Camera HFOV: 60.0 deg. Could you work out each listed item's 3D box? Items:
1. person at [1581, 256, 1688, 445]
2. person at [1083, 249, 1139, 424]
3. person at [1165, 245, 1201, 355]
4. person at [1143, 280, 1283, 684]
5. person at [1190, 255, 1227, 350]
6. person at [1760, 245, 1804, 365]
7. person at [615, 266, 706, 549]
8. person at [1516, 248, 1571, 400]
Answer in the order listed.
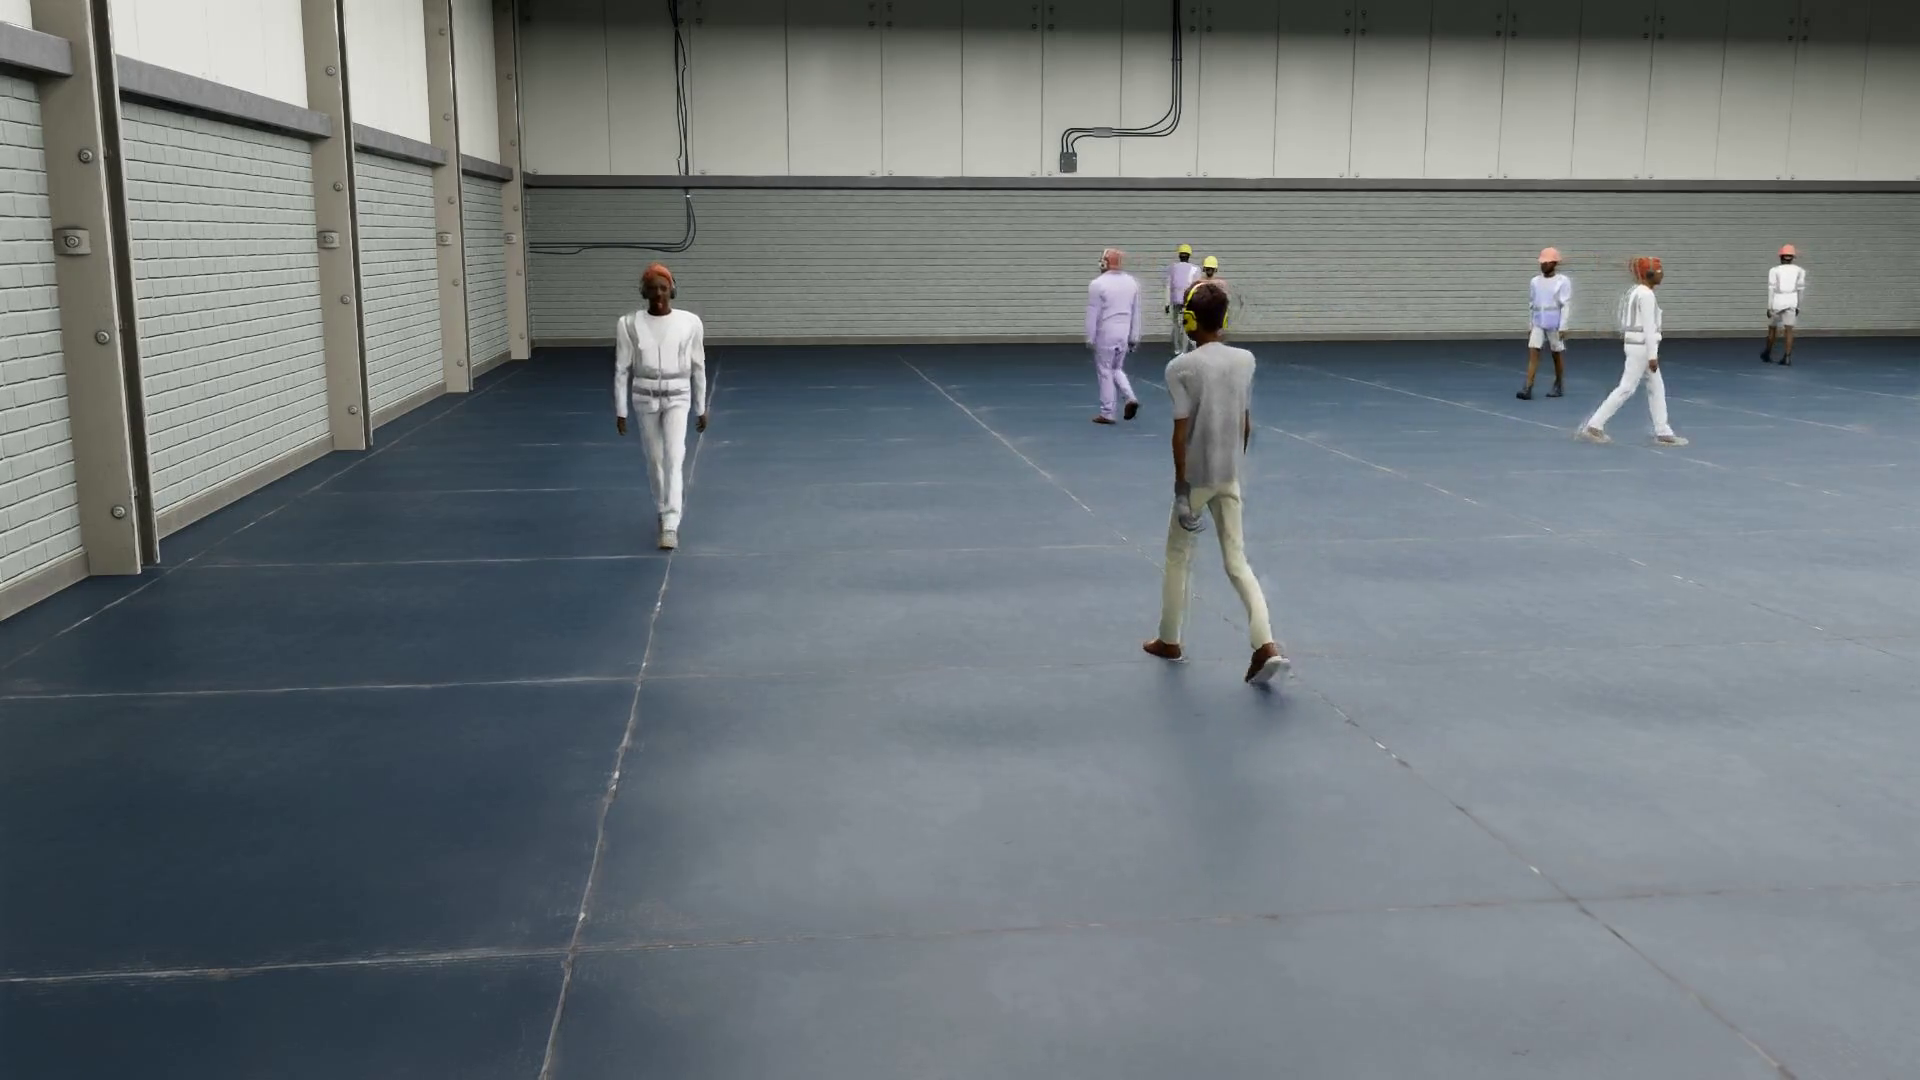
[{"bbox_3d":[6.603,-1.835,16.209,0.970,1.846,0.585,3,11,18],"label":"person"},{"bbox_3d":[1.629,-2.193,17.993,0.644,1.895,0.449,-8,13,-37],"label":"person"},{"bbox_3d":[3.796,-4.039,28.134,0.607,1.898,0.705,4,11,23],"label":"person"},{"bbox_3d":[1.173,-0.269,7.647,0.505,1.834,0.942,-4,11,-21],"label":"person"},{"bbox_3d":[3.507,-3.153,23.623,0.573,1.757,0.421,3,11,17],"label":"person"},{"bbox_3d":[13.133,-3.750,26.543,0.568,1.883,0.984,1,10,8],"label":"person"},{"bbox_3d":[-1.994,-0.902,11.089,0.587,1.836,0.999,-1,10,-5],"label":"person"},{"bbox_3d":[7.334,-2.698,20.796,0.980,1.884,0.561,-10,14,-43],"label":"person"}]
